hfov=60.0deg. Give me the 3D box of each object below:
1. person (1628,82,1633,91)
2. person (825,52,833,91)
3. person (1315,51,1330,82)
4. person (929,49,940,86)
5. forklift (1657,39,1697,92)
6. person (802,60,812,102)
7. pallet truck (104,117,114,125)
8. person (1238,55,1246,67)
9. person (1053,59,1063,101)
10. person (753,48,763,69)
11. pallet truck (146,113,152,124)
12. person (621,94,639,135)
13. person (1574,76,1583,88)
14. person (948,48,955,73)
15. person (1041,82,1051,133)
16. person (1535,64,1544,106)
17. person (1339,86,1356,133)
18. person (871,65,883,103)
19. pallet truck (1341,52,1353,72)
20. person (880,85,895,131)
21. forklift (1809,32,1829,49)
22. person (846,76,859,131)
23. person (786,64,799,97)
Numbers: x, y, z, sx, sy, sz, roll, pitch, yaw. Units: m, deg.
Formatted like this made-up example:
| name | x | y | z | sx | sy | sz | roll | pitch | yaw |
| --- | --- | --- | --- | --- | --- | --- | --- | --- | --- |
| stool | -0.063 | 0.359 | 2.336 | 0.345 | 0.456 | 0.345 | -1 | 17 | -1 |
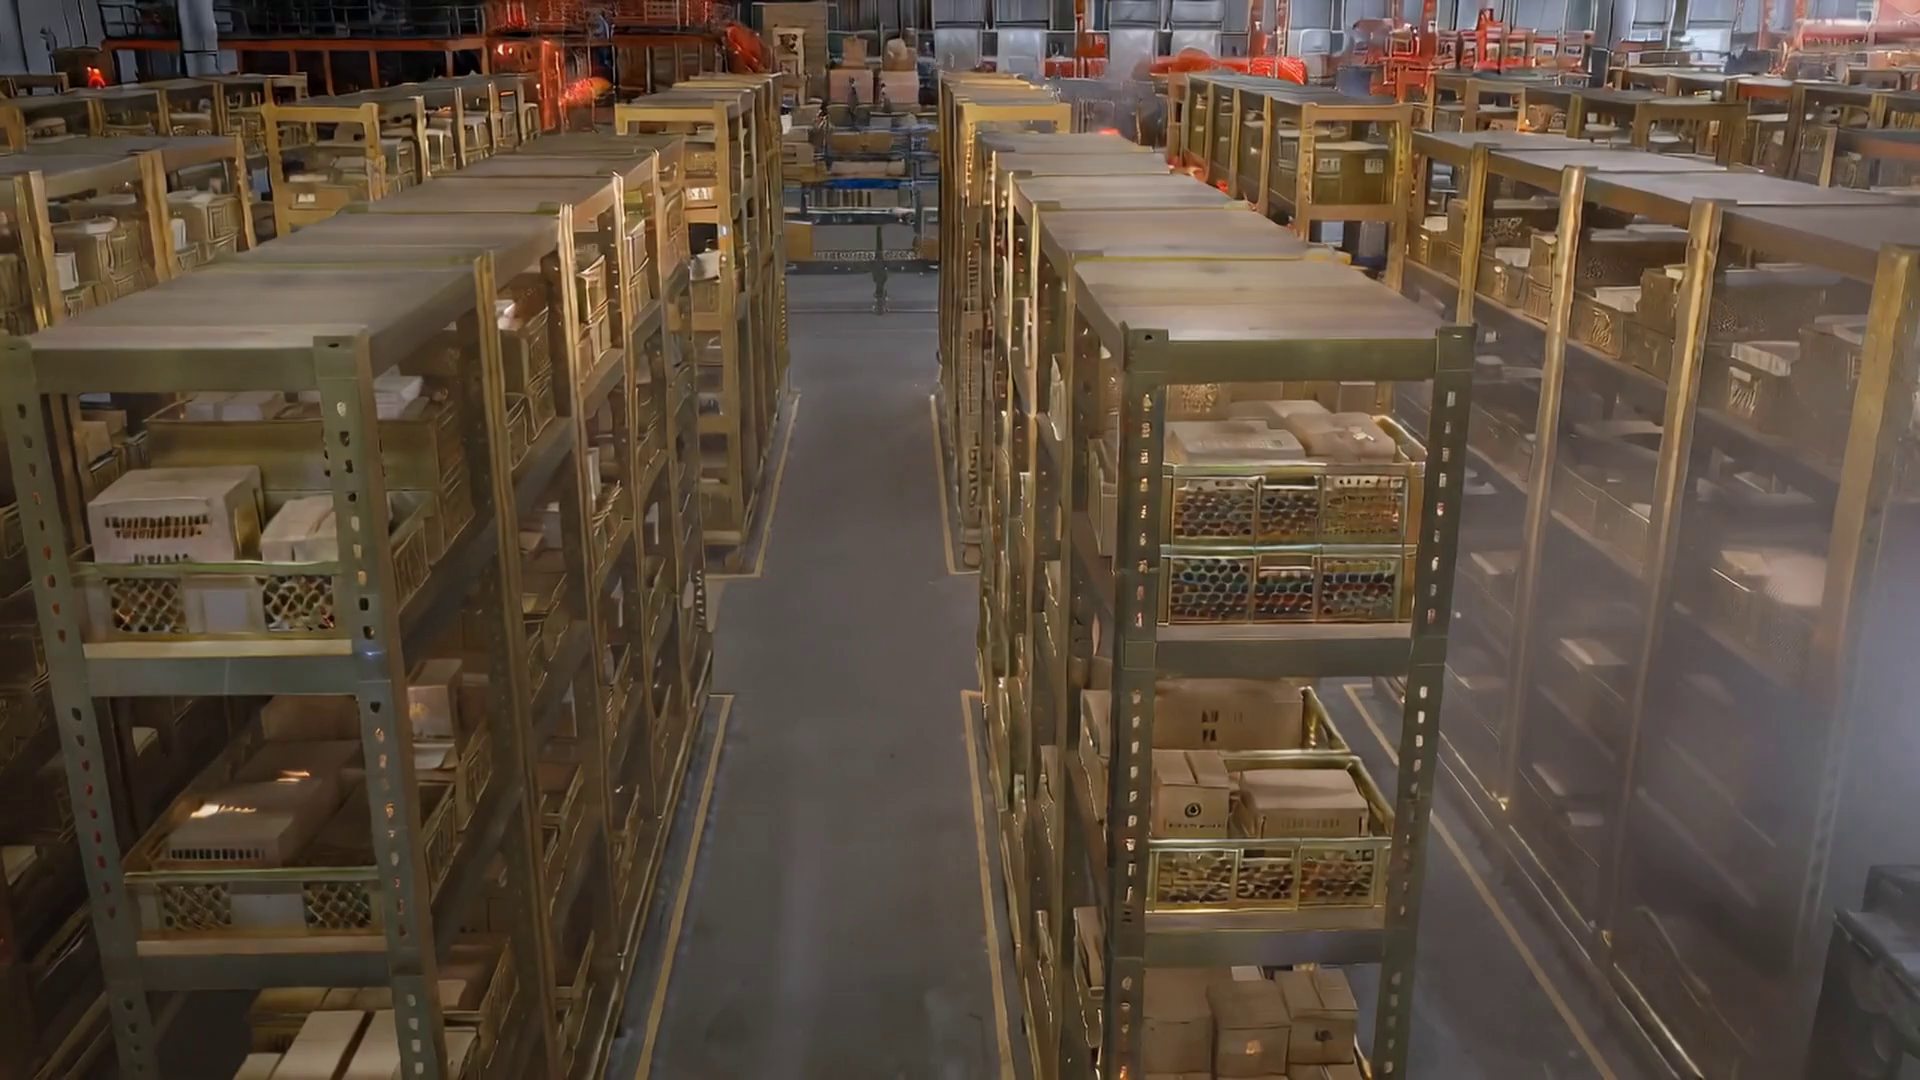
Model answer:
| name | x | y | z | sx | sy | sz | roll | pitch | yaw |
| --- | --- | --- | --- | --- | --- | --- | --- | --- | --- |
| person | 24.321 | -15.914 | 60.542 | 0.710 | 1.611 | 0.513 | -8 | 19 | -22 |
| person | -6.653 | -23.802 | 84.472 | 0.383 | 1.912 | 0.591 | -13 | 22 | -35 |
| person | 19.658 | -25.486 | 89.832 | 0.710 | 1.818 | 0.635 | 12 | 21 | 32 |
| person | -1.348 | -25.326 | 89.153 | 0.606 | 1.928 | 0.508 | -9 | 20 | -26 |
| forklift | 30.872 | -20.043 | 71.287 | 1.129 | 2.768 | 1.873 | -1 | 18 | -2 |
| person | -6.926 | -20.613 | 74.753 | 0.550 | 1.813 | 0.849 | 0 | 18 | 0 |
| pallet truck | -18.367 | -7.885 | 35.078 | 1.885 | 1.965 | 0.823 | 1 | 18 | 2 |
| person | 13.579 | -22.397 | 80.164 | 0.358 | 1.885 | 0.572 | -5 | 19 | -15 |
| person | 4.238 | -20.166 | 73.210 | 0.660 | 1.912 | 0.565 | -8 | 19 | -22 |
| person | -11.138 | -26.131 | 91.690 | 0.585 | 1.911 | 0.391 | -9 | 20 | -25 |
| pallet truck | -18.087 | -8.309 | 36.390 | 1.885 | 1.965 | 0.823 | -1 | 18 | -4 |
| person | -8.704 | -10.786 | 44.042 | 0.423 | 1.998 | 0.647 | 1 | 18 | 4 |
| person | 21.476 | -15.098 | 57.554 | 1.005 | 1.911 | 0.659 | 9 | 20 | 25 |
| person | -0.545 | -26.892 | 94.161 | 0.822 | 1.839 | 0.543 | -3 | 18 | -8 |
| person | 2.799 | -14.059 | 54.482 | 0.420 | 1.819 | 0.610 | -4 | 18 | -11 |
| person | 24.085 | -18.864 | 69.281 | 0.513 | 1.859 | 0.321 | -10 | 20 | -28 |
| person | 11.797 | -12.748 | 50.298 | 0.680 | 1.879 | 0.757 | 2 | 18 | 6 |
| person | -3.420 | -18.589 | 68.415 | 0.576 | 1.866 | 0.763 | 11 | 21 | 31 |
| pallet truck | 18.794 | -23.123 | 82.231 | 0.823 | 1.965 | 1.885 | -13 | 22 | -35 |
| person | -2.380 | -14.303 | 55.475 | 0.978 | 1.661 | 0.487 | -4 | 18 | -12 |
| forklift | 45.950 | -25.863 | 89.297 | 1.129 | 2.768 | 1.873 | -1 | 18 | -2 |
| person | -3.558 | -14.278 | 54.885 | 0.474 | 1.977 | 0.655 | 1 | 18 | 3 |
| person | -6.769 | -18.197 | 67.088 | 0.551 | 1.933 | 0.376 | -10 | 20 | -28 |
